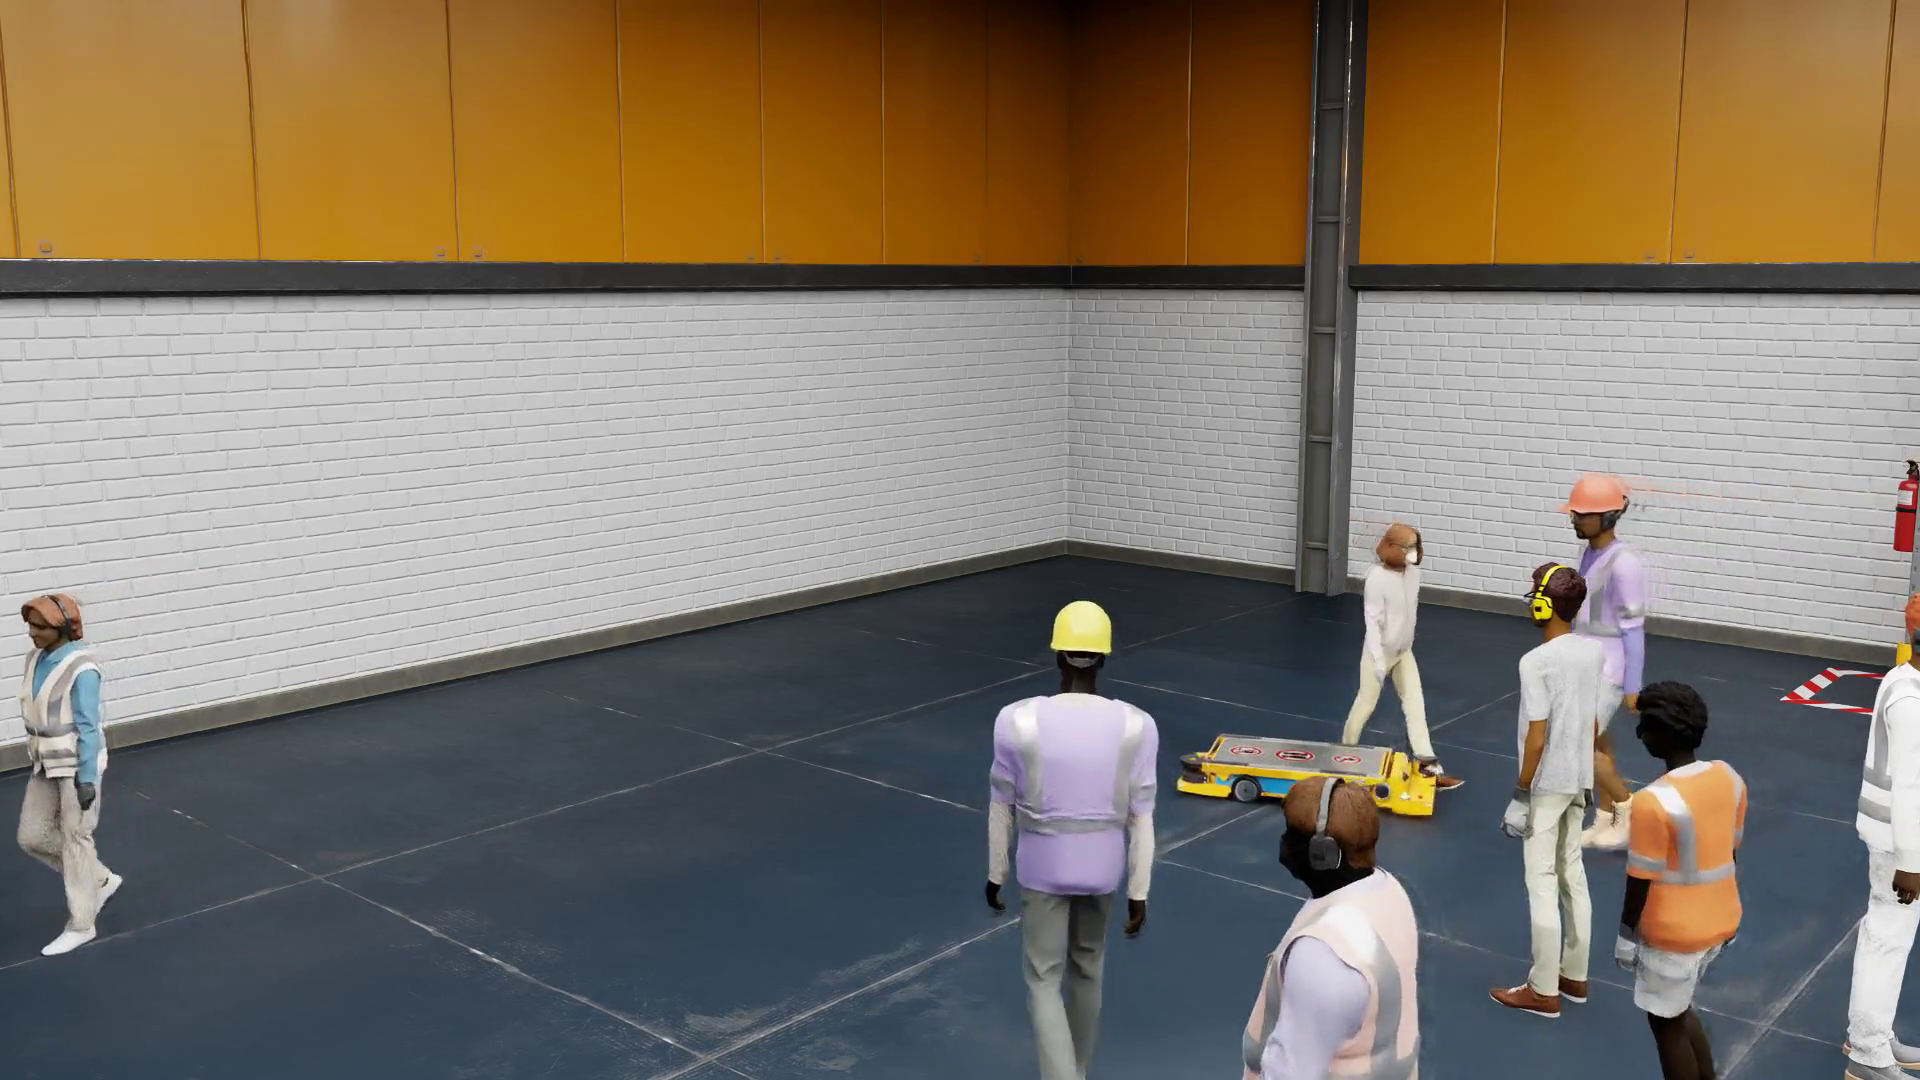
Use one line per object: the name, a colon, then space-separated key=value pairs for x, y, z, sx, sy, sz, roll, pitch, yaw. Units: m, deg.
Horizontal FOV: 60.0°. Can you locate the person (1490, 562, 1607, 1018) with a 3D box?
person: x=2.426 y=1.021 z=6.842 sx=0.518 sy=1.870 sz=0.323 roll=-6 pitch=11 yaw=-35

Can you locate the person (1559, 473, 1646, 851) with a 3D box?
person: x=3.310 y=0.661 z=8.629 sx=0.490 sy=2.027 sz=0.607 roll=1 pitch=9 yaw=5

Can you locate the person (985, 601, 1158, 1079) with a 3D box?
person: x=0.403 y=1.167 z=5.834 sx=0.586 sy=1.903 sz=0.845 roll=-1 pitch=9 yaw=-7

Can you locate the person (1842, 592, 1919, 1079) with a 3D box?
person: x=3.528 y=1.117 z=6.198 sx=0.337 sy=1.881 sz=0.585 roll=5 pitch=10 yaw=29

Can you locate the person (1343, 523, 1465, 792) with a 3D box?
person: x=2.567 y=0.697 z=9.763 sx=0.513 sy=1.587 sz=0.835 roll=-7 pitch=11 yaw=-36

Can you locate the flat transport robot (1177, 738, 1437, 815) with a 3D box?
flat transport robot: x=2.040 y=1.357 z=9.735 sx=1.431 sy=0.197 sz=0.652 roll=3 pitch=9 yaw=17

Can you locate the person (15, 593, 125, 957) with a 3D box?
person: x=-4.004 y=1.036 z=7.469 sx=0.543 sy=1.625 sz=0.373 roll=6 pitch=11 yaw=33

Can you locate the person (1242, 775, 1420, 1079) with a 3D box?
person: x=0.946 y=1.482 z=4.198 sx=0.950 sy=1.802 sz=0.632 roll=4 pitch=10 yaw=22

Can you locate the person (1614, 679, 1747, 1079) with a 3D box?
person: x=2.427 y=1.302 z=5.644 sx=0.550 sy=1.675 sz=0.367 roll=-6 pitch=11 yaw=-34
